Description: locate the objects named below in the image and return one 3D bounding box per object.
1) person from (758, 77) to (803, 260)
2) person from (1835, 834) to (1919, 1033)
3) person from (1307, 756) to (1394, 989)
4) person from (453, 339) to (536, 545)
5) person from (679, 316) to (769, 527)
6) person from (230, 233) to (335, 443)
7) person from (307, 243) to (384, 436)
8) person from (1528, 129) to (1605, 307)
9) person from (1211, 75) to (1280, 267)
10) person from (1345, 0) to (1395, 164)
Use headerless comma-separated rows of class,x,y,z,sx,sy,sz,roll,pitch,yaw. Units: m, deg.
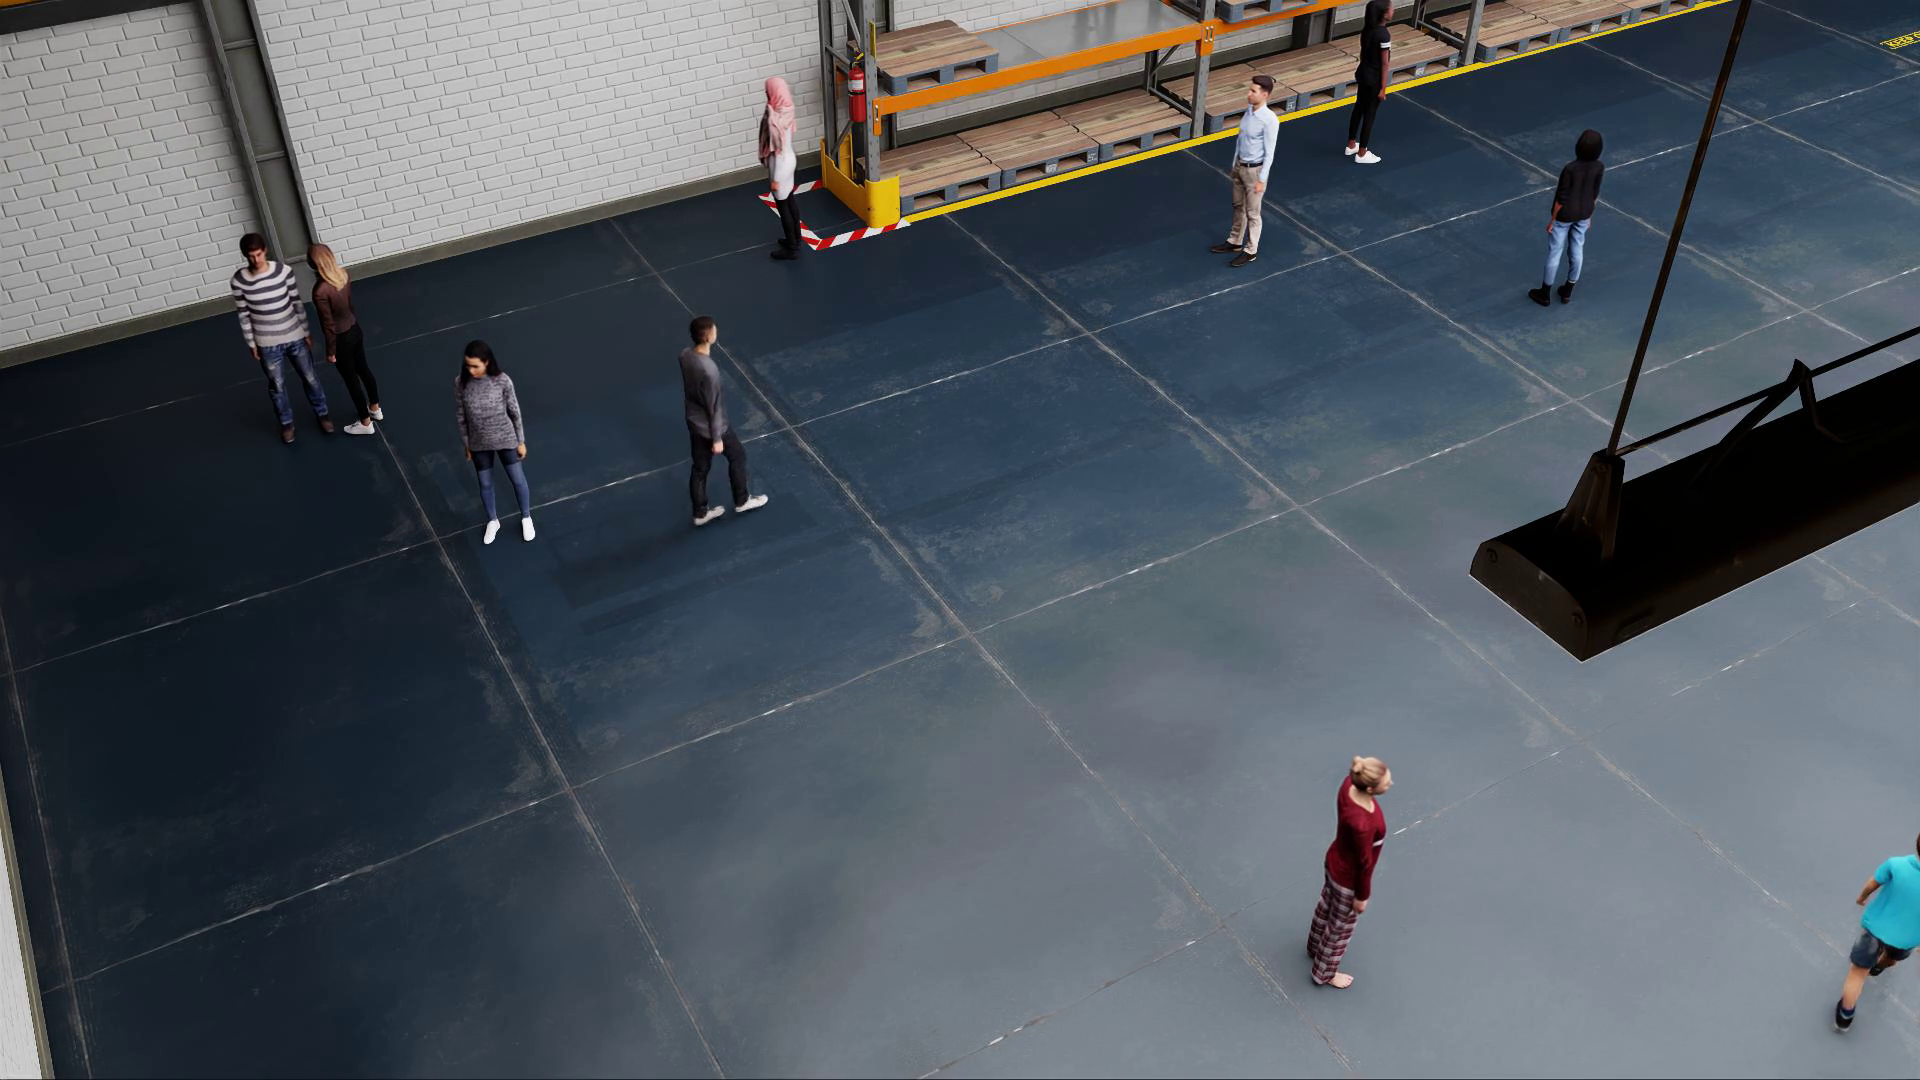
person,-1.684,-3.512,15.720,0.788,1.803,0.734,8,39,10
person,5.026,2.123,8.974,0.812,1.416,0.994,21,43,24
person,2.145,1.800,9.154,0.670,1.698,0.679,0,39,1
person,-3.447,-0.749,12.316,0.609,1.733,0.742,-3,39,-4
person,-1.949,-0.830,12.409,0.895,1.744,0.747,-30,47,-32
person,-5.463,-1.646,13.348,0.477,1.847,0.718,-16,41,-19
person,-4.974,-1.633,13.446,0.707,1.705,0.674,6,39,7
person,5.531,-2.912,15.050,0.592,1.701,0.709,-6,39,-7
person,2.738,-3.494,15.661,0.613,1.848,0.654,-17,41,-20
person,4.312,-4.823,17.421,0.620,1.729,0.659,-11,40,-14
